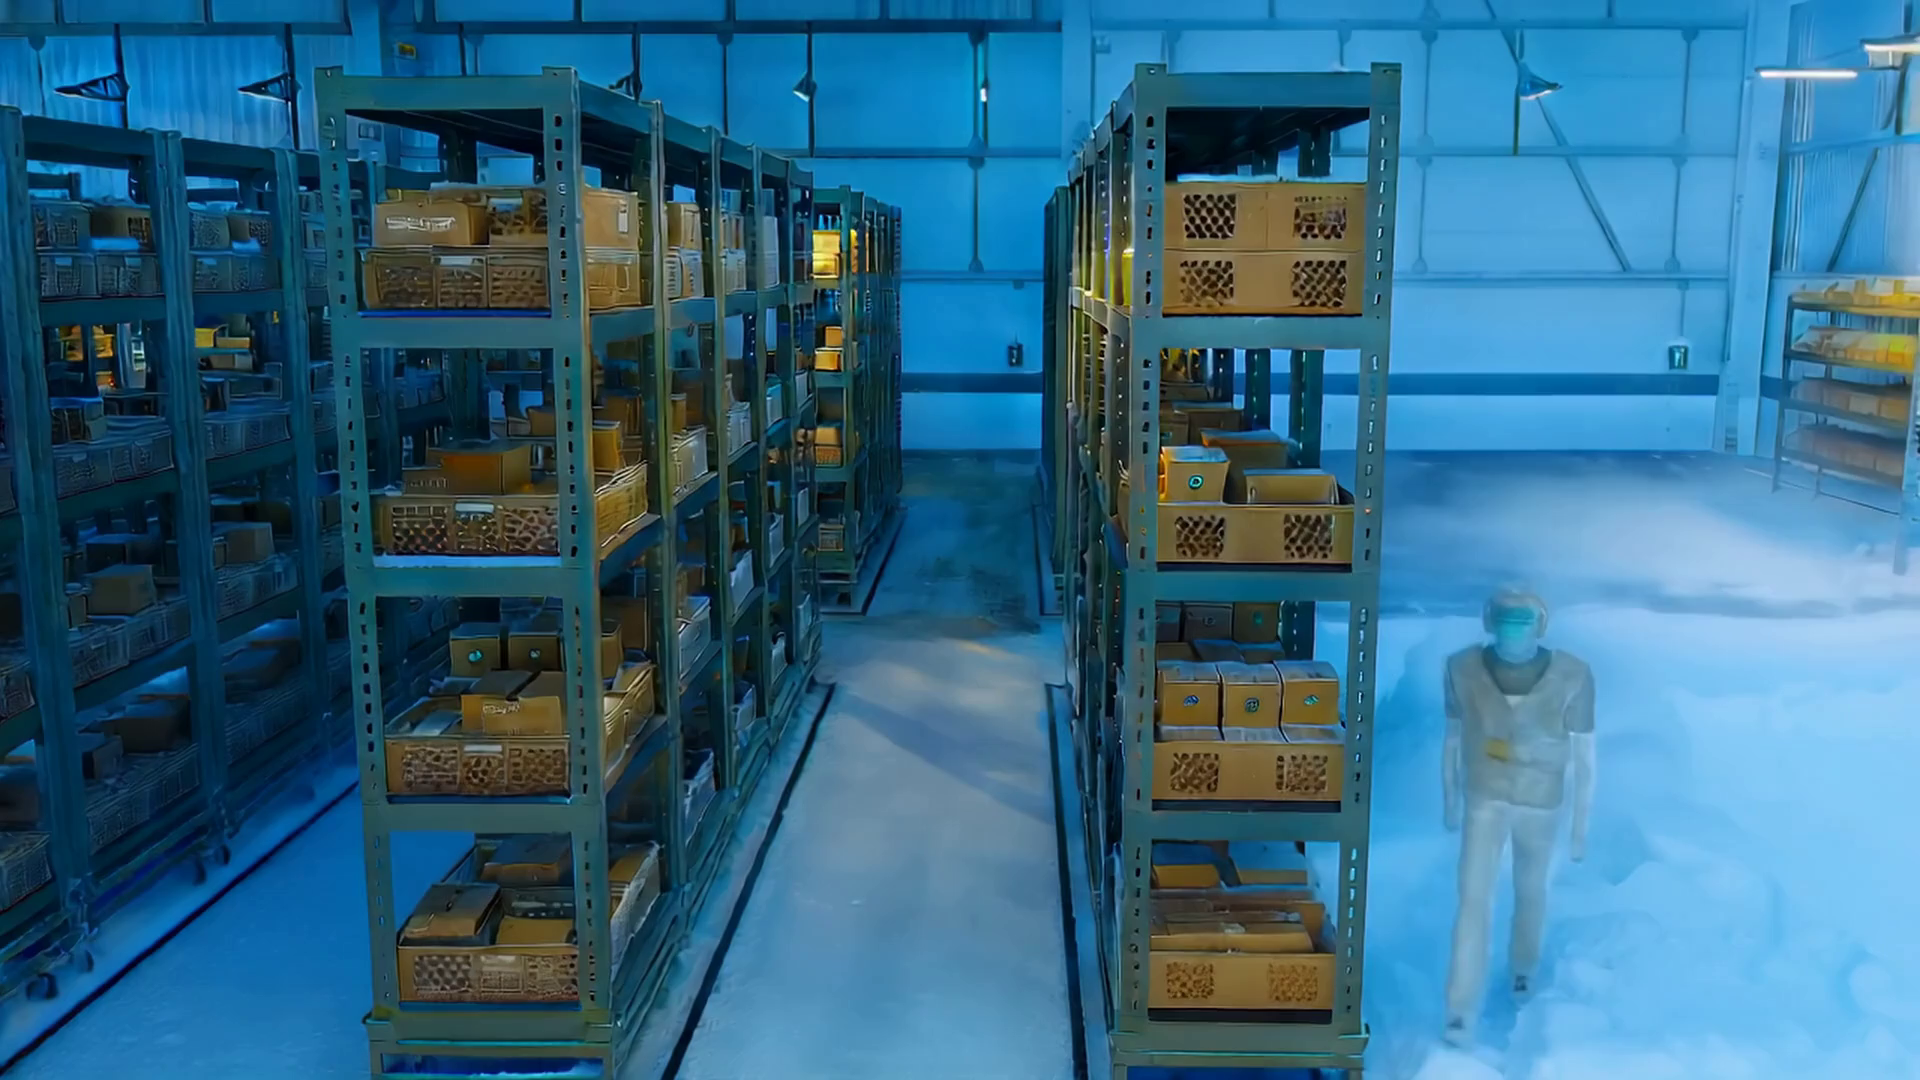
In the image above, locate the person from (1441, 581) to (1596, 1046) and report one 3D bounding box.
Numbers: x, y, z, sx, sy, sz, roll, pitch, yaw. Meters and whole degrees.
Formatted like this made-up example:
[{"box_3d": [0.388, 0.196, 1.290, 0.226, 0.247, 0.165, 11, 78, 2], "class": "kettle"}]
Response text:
[{"box_3d": [2.136, 1.054, 6.437, 0.593, 1.794, 0.968, 4, 10, 22], "class": "person"}]
